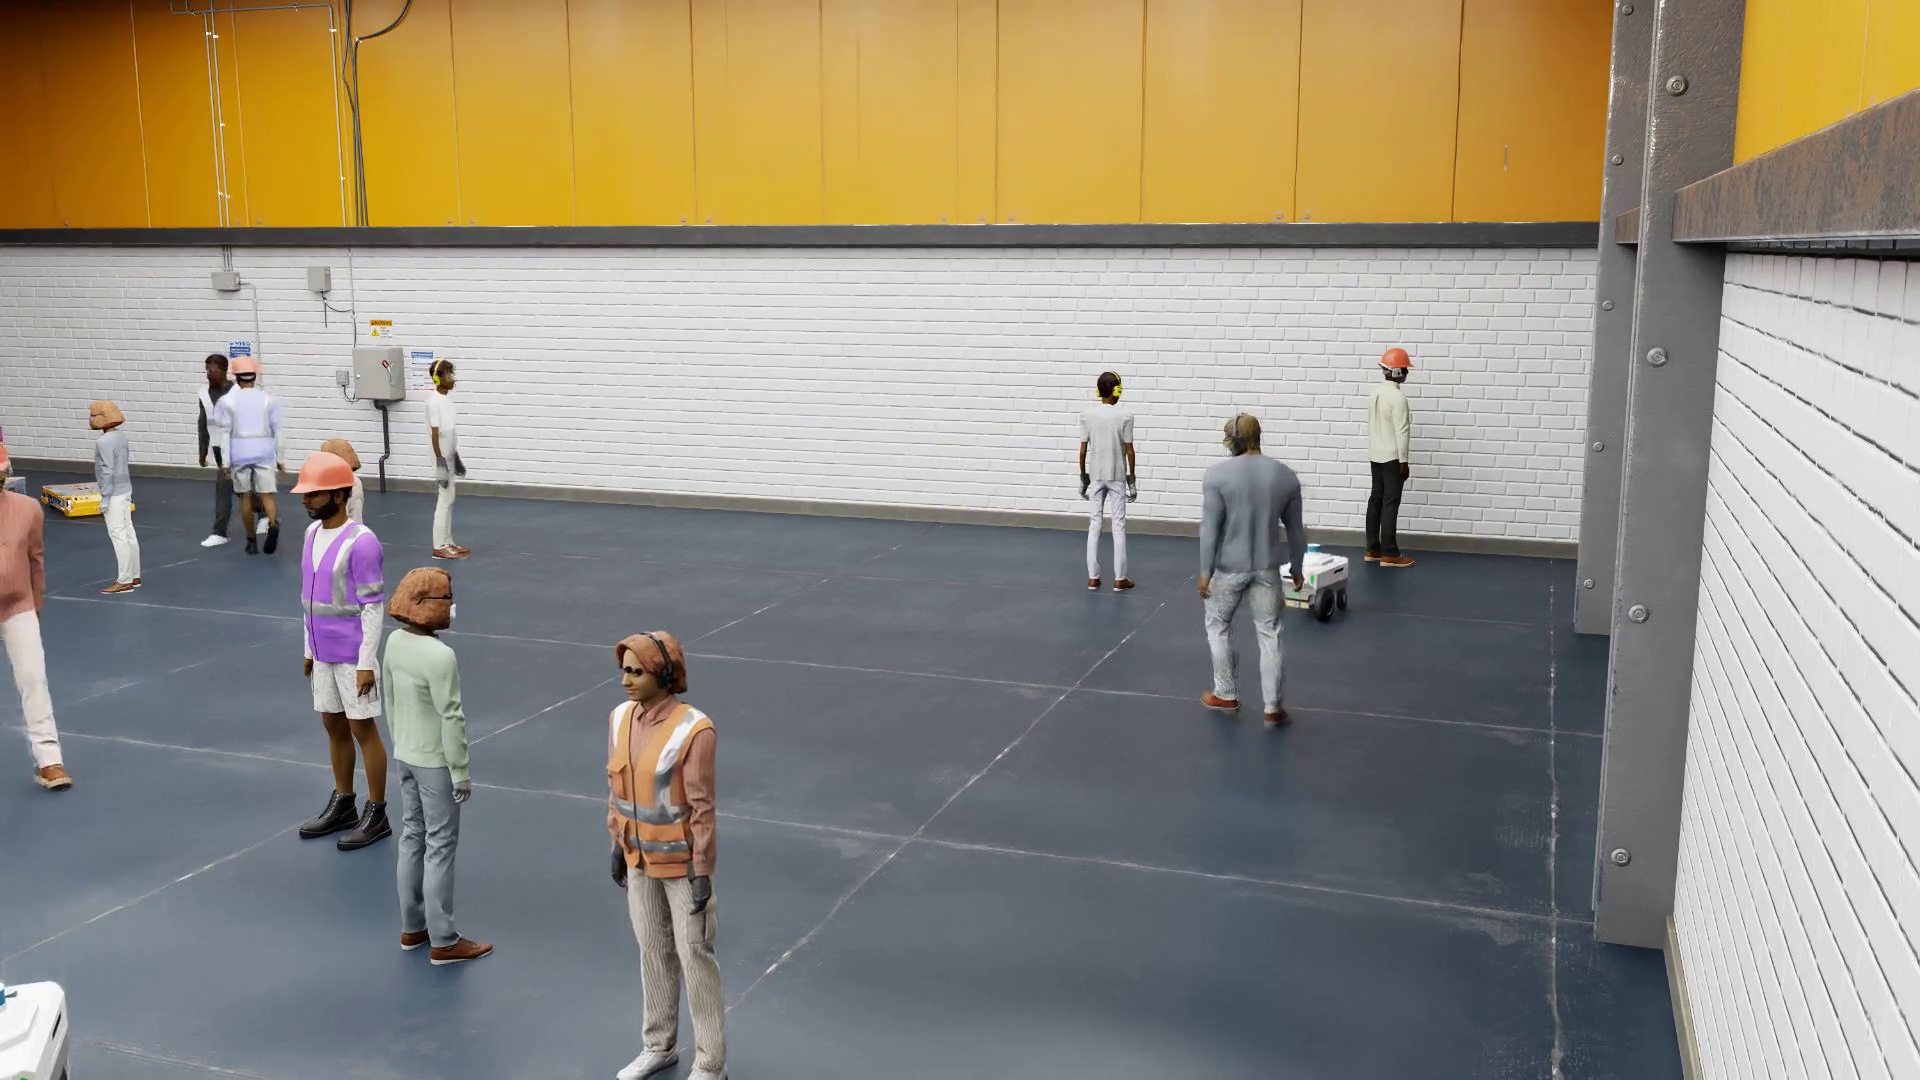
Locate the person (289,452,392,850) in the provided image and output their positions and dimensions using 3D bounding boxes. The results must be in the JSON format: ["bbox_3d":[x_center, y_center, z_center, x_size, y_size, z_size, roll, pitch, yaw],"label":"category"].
[{"bbox_3d":[-3.026,0.535,8.097,0.545,1.938,0.358,7,12,34],"label":"person"}]

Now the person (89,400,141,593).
[{"bbox_3d":[-7.141,-0.368,14.039,0.268,1.631,0.509,-1,10,-8],"label":"person"}]

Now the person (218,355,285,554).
[{"bbox_3d":[-6.616,-0.771,15.581,0.560,1.907,0.754,-5,11,-28],"label":"person"}]

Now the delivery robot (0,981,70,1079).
[{"bbox_3d":[-3.107,1.668,5.347,0.477,0.478,0.707,-4,11,-20],"label":"delivery robot"}]

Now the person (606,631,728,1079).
[{"bbox_3d":[-1.014,1.110,5.727,0.519,1.633,0.312,8,13,39],"label":"person"}]

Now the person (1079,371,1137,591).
[{"bbox_3d":[1.258,-0.498,14.127,0.519,1.865,0.326,4,11,21],"label":"person"}]

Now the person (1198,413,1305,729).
[{"bbox_3d":[1.770,0.174,10.202,0.720,1.908,0.660,-2,10,-11],"label":"person"}]

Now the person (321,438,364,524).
[{"bbox_3d":[-4.155,0.127,11.249,0.279,1.634,0.499,-1,10,-5],"label":"person"}]

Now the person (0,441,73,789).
[{"bbox_3d":[-5.277,0.367,9.080,0.587,1.935,1.056,-9,14,-43],"label":"person"}]

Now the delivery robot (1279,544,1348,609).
[{"bbox_3d":[2.800,0.272,13.193,0.477,0.478,0.707,7,13,35],"label":"delivery robot"}]

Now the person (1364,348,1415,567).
[{"bbox_3d":[3.935,-0.757,15.213,0.379,1.995,0.612,-3,10,-14],"label":"person"}]

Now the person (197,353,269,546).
[{"bbox_3d":[-7.225,-0.925,16.526,0.585,1.876,0.971,4,11,23],"label":"person"}]

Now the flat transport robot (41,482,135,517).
[{"bbox_3d":[-9.680,-0.467,18.434,0.652,0.197,1.431,-8,13,-38],"label":"flat transport robot"}]

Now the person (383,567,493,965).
[{"bbox_3d":[-2.162,0.914,6.819,0.508,1.632,0.272,10,14,43],"label":"person"}]

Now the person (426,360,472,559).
[{"bbox_3d":[-4.813,-0.751,15.595,0.349,1.856,0.568,-1,10,-4],"label":"person"}]
